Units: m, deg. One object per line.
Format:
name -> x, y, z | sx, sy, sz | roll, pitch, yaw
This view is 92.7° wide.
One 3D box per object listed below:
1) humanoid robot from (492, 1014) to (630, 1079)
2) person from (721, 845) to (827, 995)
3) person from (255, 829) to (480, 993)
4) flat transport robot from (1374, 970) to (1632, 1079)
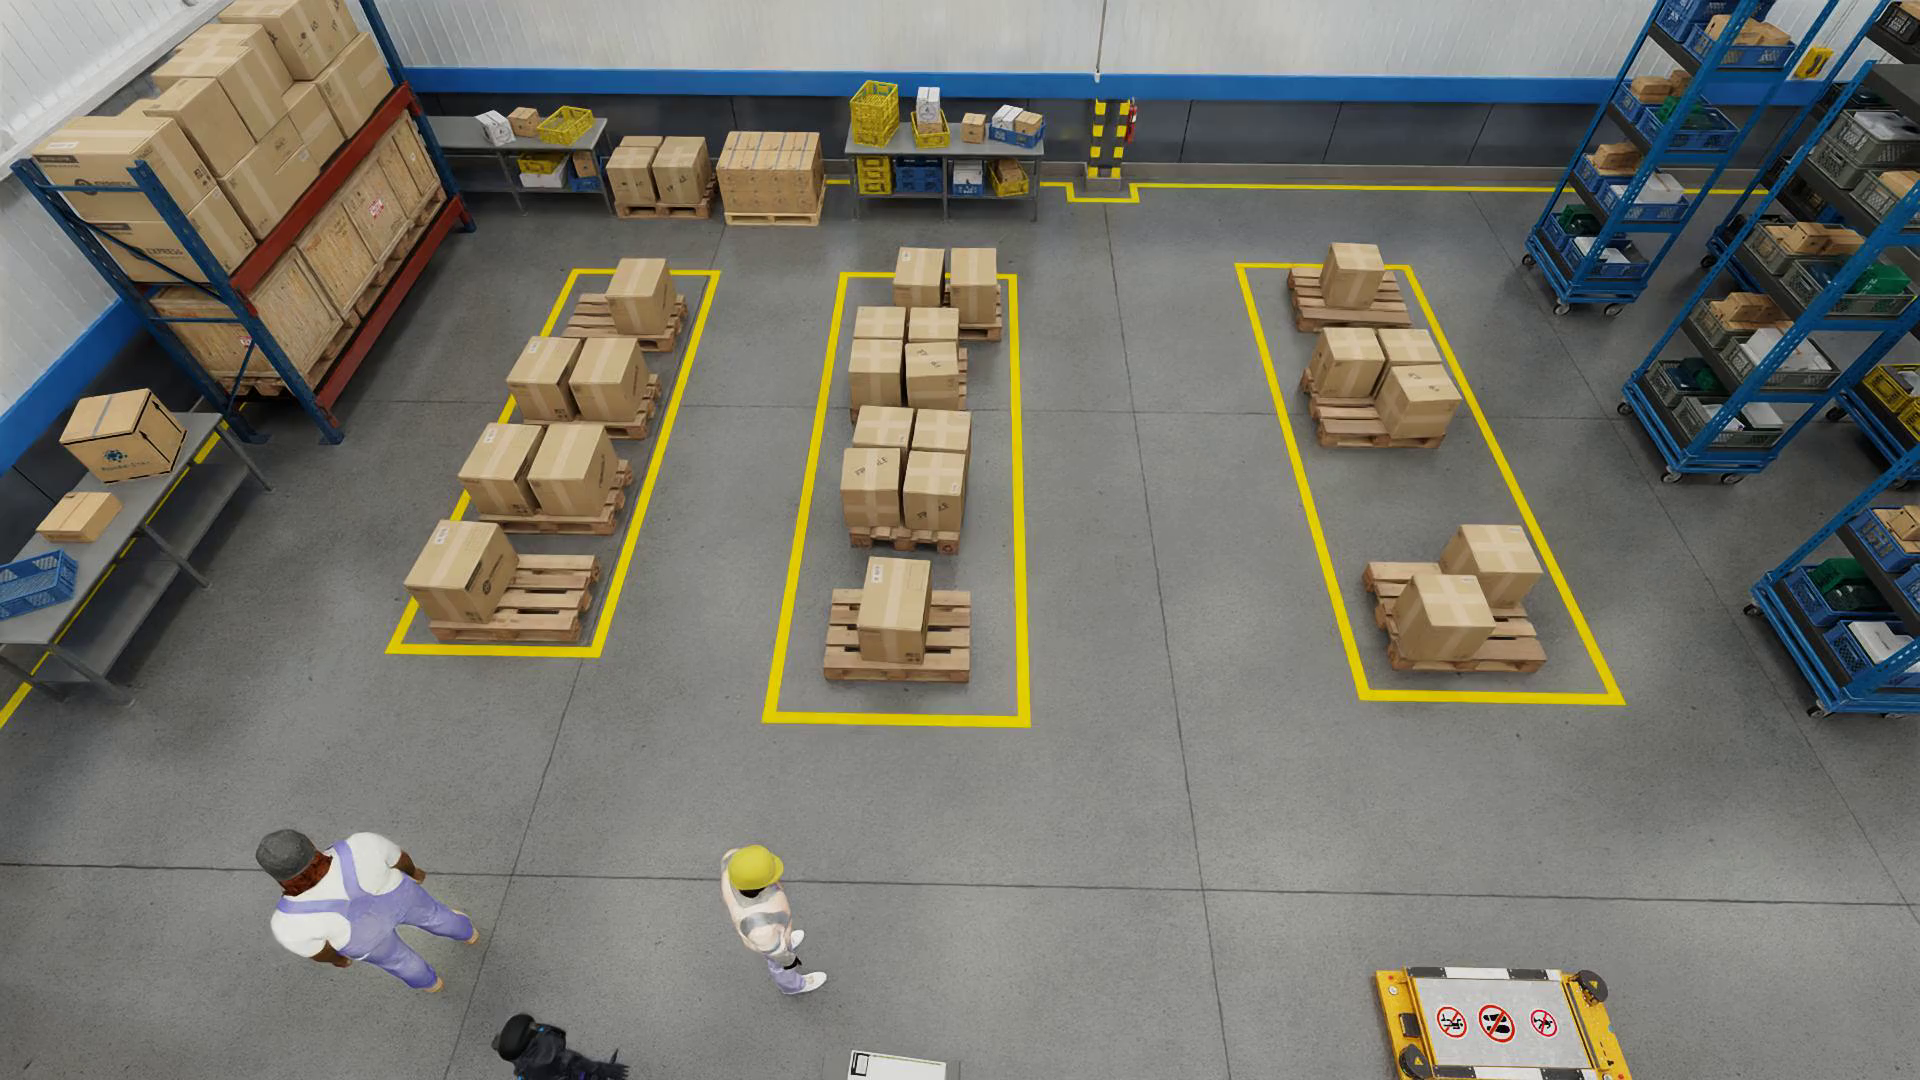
humanoid robot -> -2.205, 2.973, 5.150 | 0.567, 1.651, 0.320 | 9, 51, 7
person -> -1.145, 2.302, 5.547 | 0.377, 1.916, 0.585 | -25, 55, -19
person -> -3.595, 2.218, 5.536 | 0.536, 2.000, 0.686 | 22, 54, 17
flat transport robot -> 3.501, 3.133, 5.914 | 1.431, 0.197, 0.652 | 1, 51, 1
